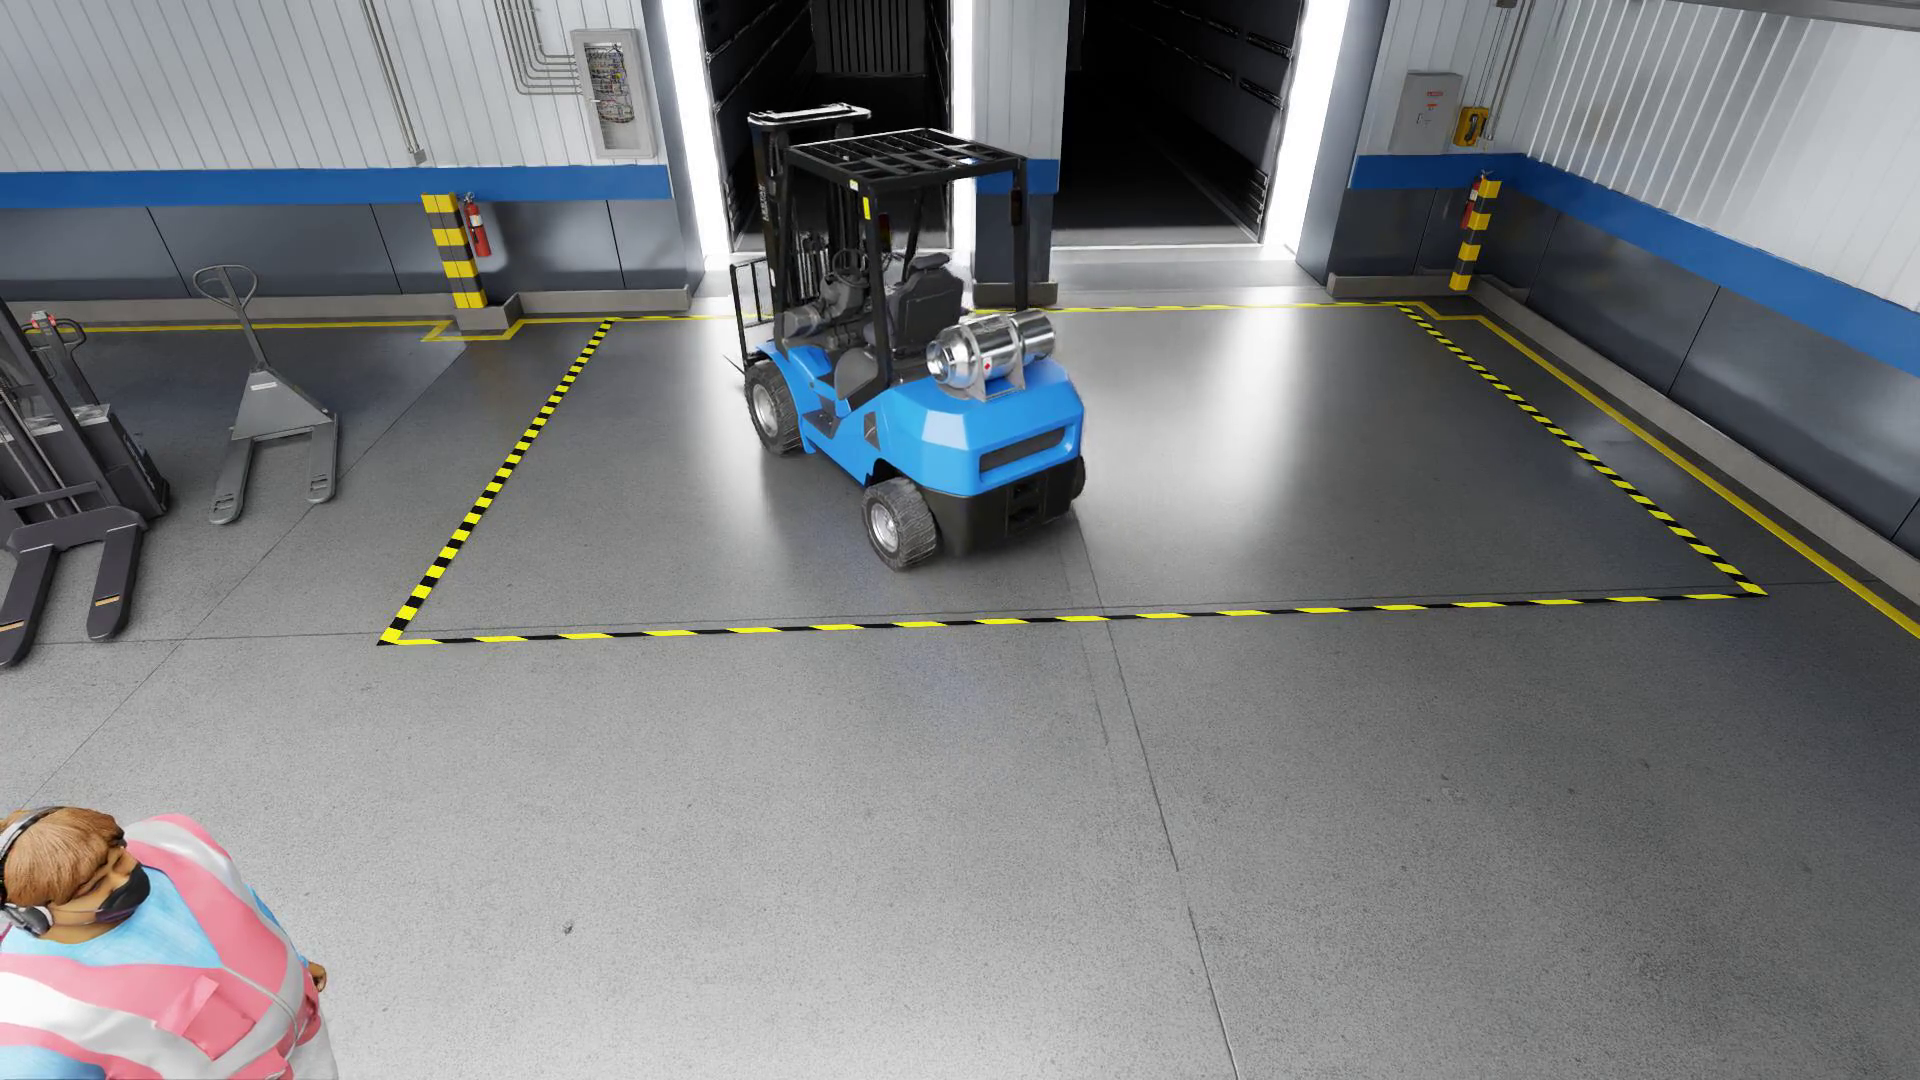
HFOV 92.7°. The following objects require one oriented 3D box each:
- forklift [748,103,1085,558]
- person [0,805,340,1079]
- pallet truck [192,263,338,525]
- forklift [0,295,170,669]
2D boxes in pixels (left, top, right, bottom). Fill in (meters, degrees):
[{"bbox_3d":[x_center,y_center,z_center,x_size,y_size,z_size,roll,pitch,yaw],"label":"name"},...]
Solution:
[{"bbox_3d":[-0.389,-1.426,5.726,1.157,2.036,2.680,-22,40,-28],"label":"forklift"},{"bbox_3d":[-1.795,1.291,2.269,0.429,1.841,0.633,-2,35,-3],"label":"person"},{"bbox_3d":[-4.778,-1.027,6.128,0.680,1.201,1.601,-17,38,-23],"label":"pallet truck"},{"bbox_3d":[-5.212,-0.618,4.878,0.823,1.965,1.885,-20,39,-26],"label":"forklift"}]
